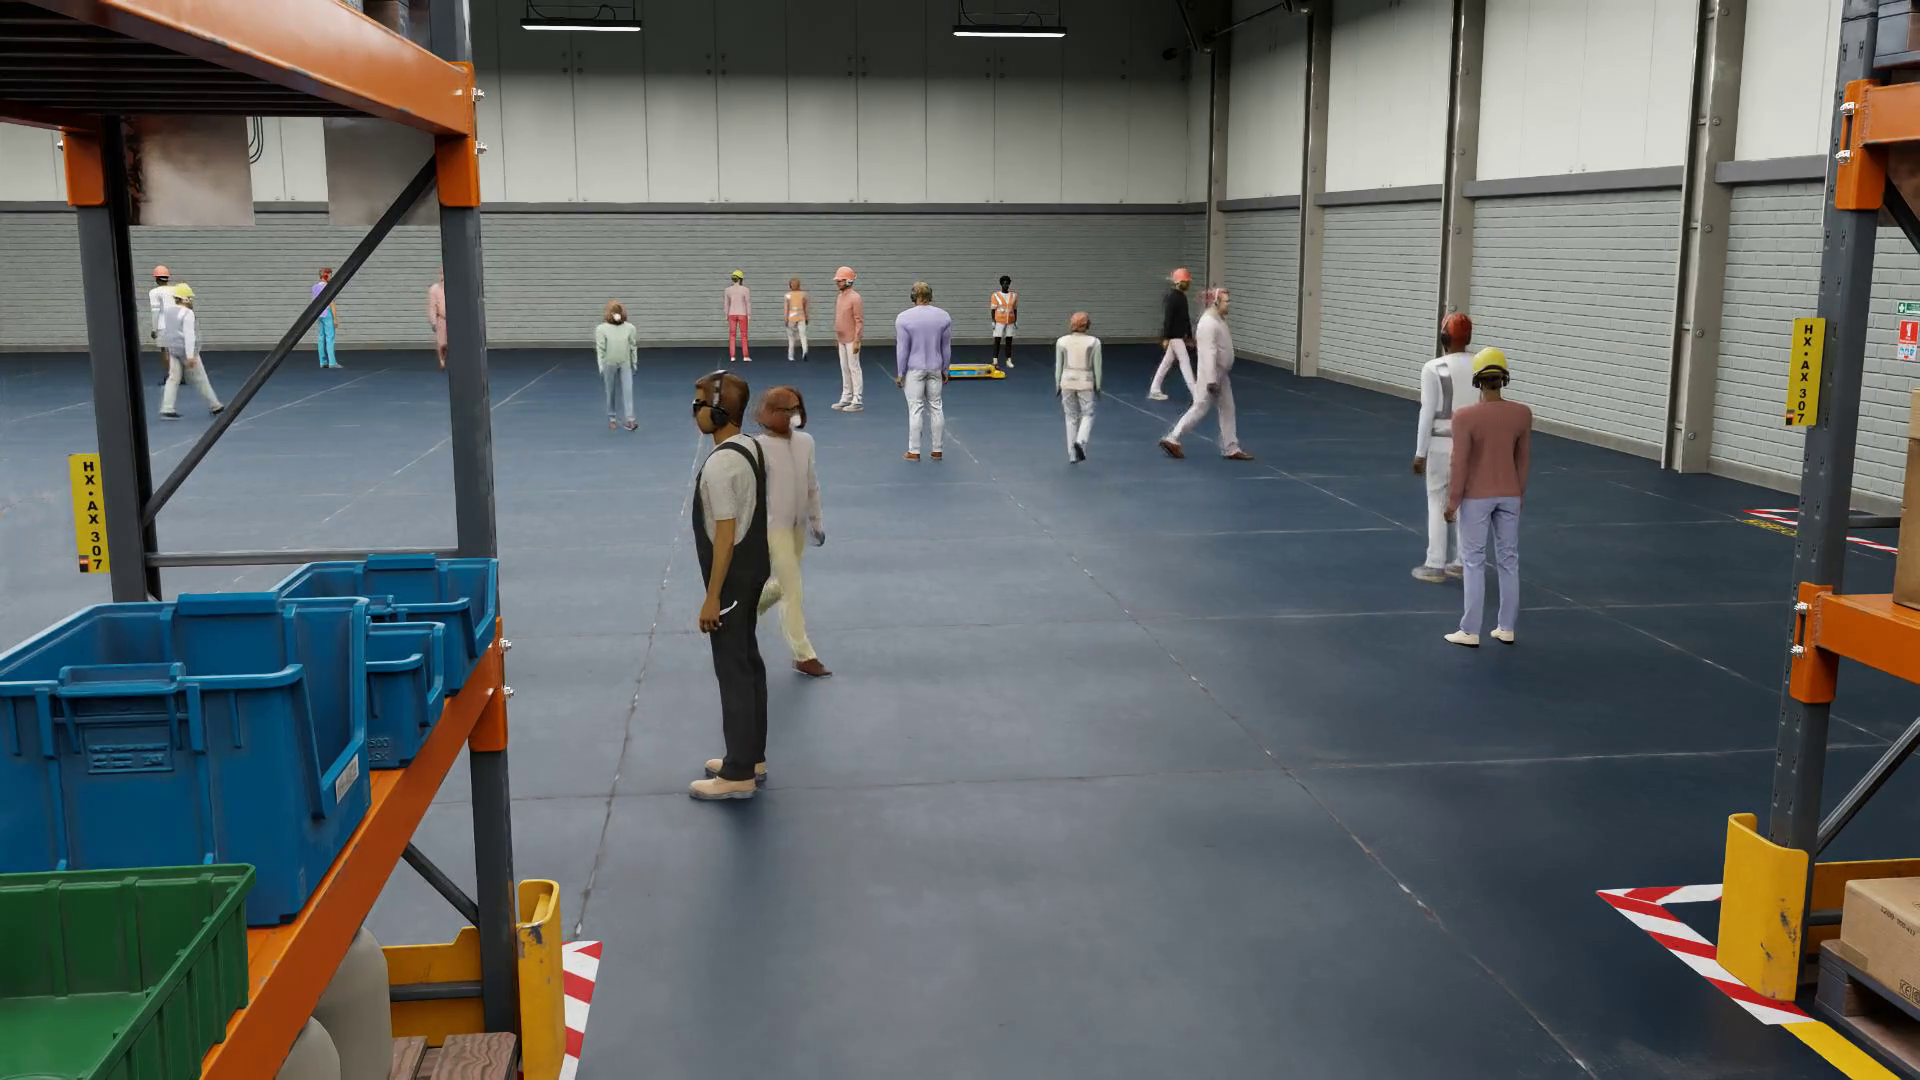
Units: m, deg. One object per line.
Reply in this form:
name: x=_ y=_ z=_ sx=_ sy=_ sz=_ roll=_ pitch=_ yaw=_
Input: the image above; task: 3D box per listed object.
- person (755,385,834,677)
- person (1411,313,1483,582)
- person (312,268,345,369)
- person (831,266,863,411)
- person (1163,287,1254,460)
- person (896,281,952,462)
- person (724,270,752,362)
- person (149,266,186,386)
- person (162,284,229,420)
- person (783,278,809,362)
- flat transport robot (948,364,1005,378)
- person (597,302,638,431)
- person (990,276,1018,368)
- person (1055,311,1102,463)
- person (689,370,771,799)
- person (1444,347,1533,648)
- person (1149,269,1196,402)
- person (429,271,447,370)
person: x=-1.018 y=-0.070 z=9.245 sx=0.758 sy=1.606 sz=0.505 roll=7 pitch=12 yaw=34
person: x=3.439 y=-0.643 z=11.625 sx=0.581 sy=1.882 sz=0.343 roll=-4 pitch=11 yaw=-20
person: x=-11.594 y=-4.043 z=30.392 sx=0.563 sy=1.837 sz=0.389 roll=7 pitch=12 yaw=34
person: x=-1.557 y=-2.778 z=23.026 sx=0.395 sy=1.994 sz=0.612 roll=-6 pitch=12 yaw=-30
person: x=2.676 y=-1.790 z=17.963 sx=0.940 sy=1.875 sz=0.657 roll=4 pitch=11 yaw=21
person: x=-0.397 y=-1.804 z=17.845 sx=0.631 sy=1.939 sz=0.372 roll=-4 pitch=11 yaw=-23
person: x=-4.280 y=-4.314 z=32.101 sx=0.524 sy=1.759 sz=0.337 roll=2 pitch=10 yaw=9
person: x=-12.840 y=-3.458 z=26.911 sx=0.362 sy=1.939 sz=0.542 roll=6 pitch=12 yaw=31
person: x=-10.182 y=-2.481 z=21.965 sx=0.617 sy=1.781 sz=0.948 roll=7 pitch=12 yaw=33
person: x=-3.149 y=-4.249 z=32.124 sx=0.514 sy=1.613 sz=0.738 roll=-3 pitch=11 yaw=-16
flat transport robot: x=-0.005 y=-2.876 z=28.292 sx=1.431 sy=0.197 sz=0.652 roll=-2 pitch=11 yaw=-13
person: x=-4.239 y=-2.143 z=20.647 sx=0.512 sy=1.595 sz=0.834 roll=-4 pitch=11 yaw=-21
person: x=0.817 y=-3.999 z=30.529 sx=0.539 sy=1.698 sz=0.318 roll=-4 pitch=11 yaw=-20
person: x=1.242 y=-1.606 z=17.615 sx=0.513 sy=1.622 sz=0.468 roll=3 pitch=11 yaw=16
person: x=-0.997 y=0.193 z=7.152 sx=0.345 sy=1.847 sz=0.508 roll=1 pitch=10 yaw=7
person: x=3.091 y=-0.244 z=9.779 sx=0.524 sy=1.764 sz=0.329 roll=-3 pitch=11 yaw=-14
person: x=3.227 y=-2.997 z=24.380 sx=1.017 sy=1.939 sz=0.641 roll=4 pitch=11 yaw=23
person: x=-8.975 y=-3.855 z=29.227 sx=0.640 sy=1.883 sz=0.620 roll=-4 pitch=11 yaw=-21
